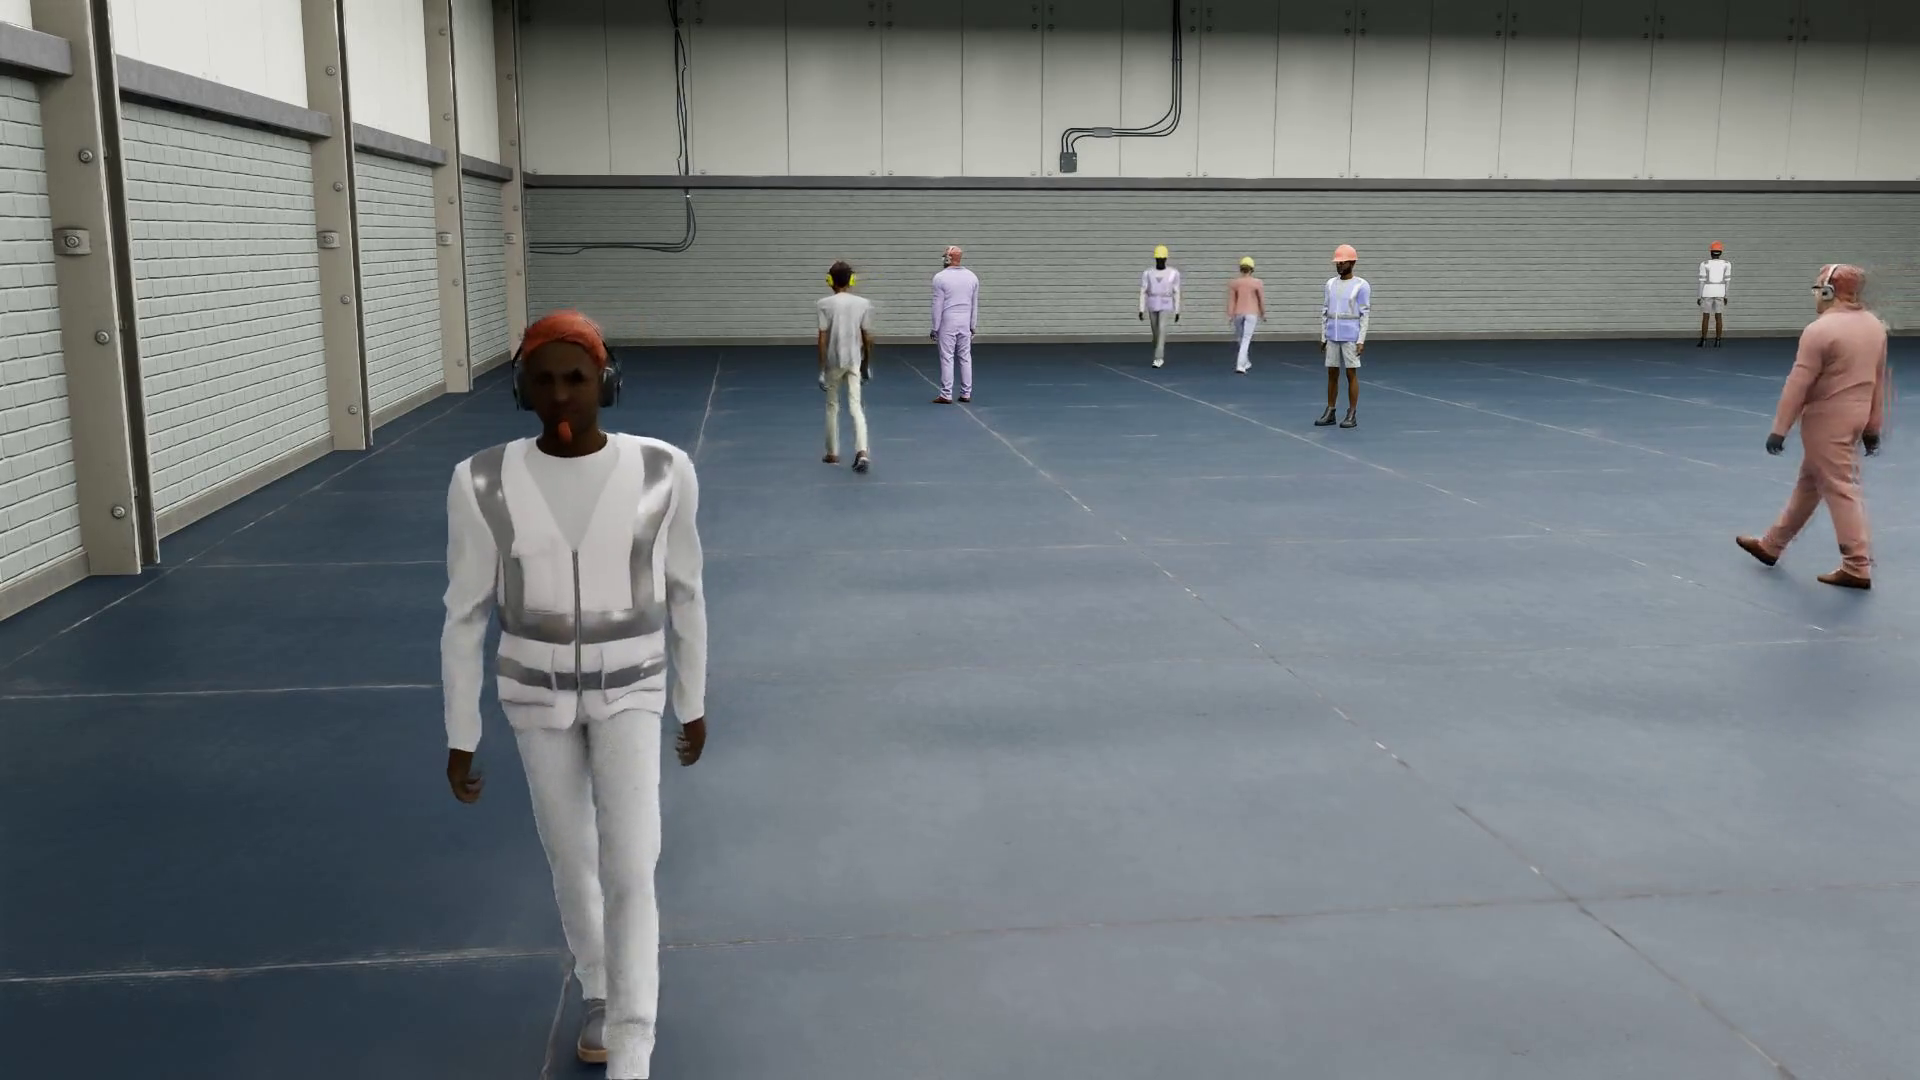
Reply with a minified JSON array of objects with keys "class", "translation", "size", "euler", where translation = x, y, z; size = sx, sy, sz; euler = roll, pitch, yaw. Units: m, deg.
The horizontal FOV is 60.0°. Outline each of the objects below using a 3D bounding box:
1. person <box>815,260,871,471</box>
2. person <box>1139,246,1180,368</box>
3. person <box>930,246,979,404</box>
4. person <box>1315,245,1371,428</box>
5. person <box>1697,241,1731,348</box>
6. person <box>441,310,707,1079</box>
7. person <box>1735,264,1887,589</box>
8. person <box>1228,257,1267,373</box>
[{"class":"person","translation":[-0.997,-1.520,14.512],"size":[0.532,1.834,0.966],"euler":[-4,11,-19]},{"class":"person","translation":[3.098,-3.617,25.868],"size":[0.605,1.875,0.993],"euler":[4,11,19]},{"class":"person","translation":[-0.089,-2.615,20.259],"size":[0.651,1.912,0.410],"euler":[-7,12,-34]},{"class":"person","translation":[4.074,-2.162,17.711],"size":[0.542,1.938,0.357],"euler":[10,14,43]},{"class":"person","translation":[13.800,-4.492,30.480],"size":[0.545,1.939,0.354],"euler":[2,10,10]},{"class":"person","translation":[-0.877,0.419,3.798],"size":[0.596,1.842,0.903],"euler":[-1,10,-8]},{"class":"person","translation":[5.042,-0.686,9.822],"size":[0.676,1.852,0.976],"euler":[-6,12,-31]},{"class":"person","translation":[4.288,-3.363,24.909],"size":[0.526,1.720,0.922],"euler":[7,12,32]}]
